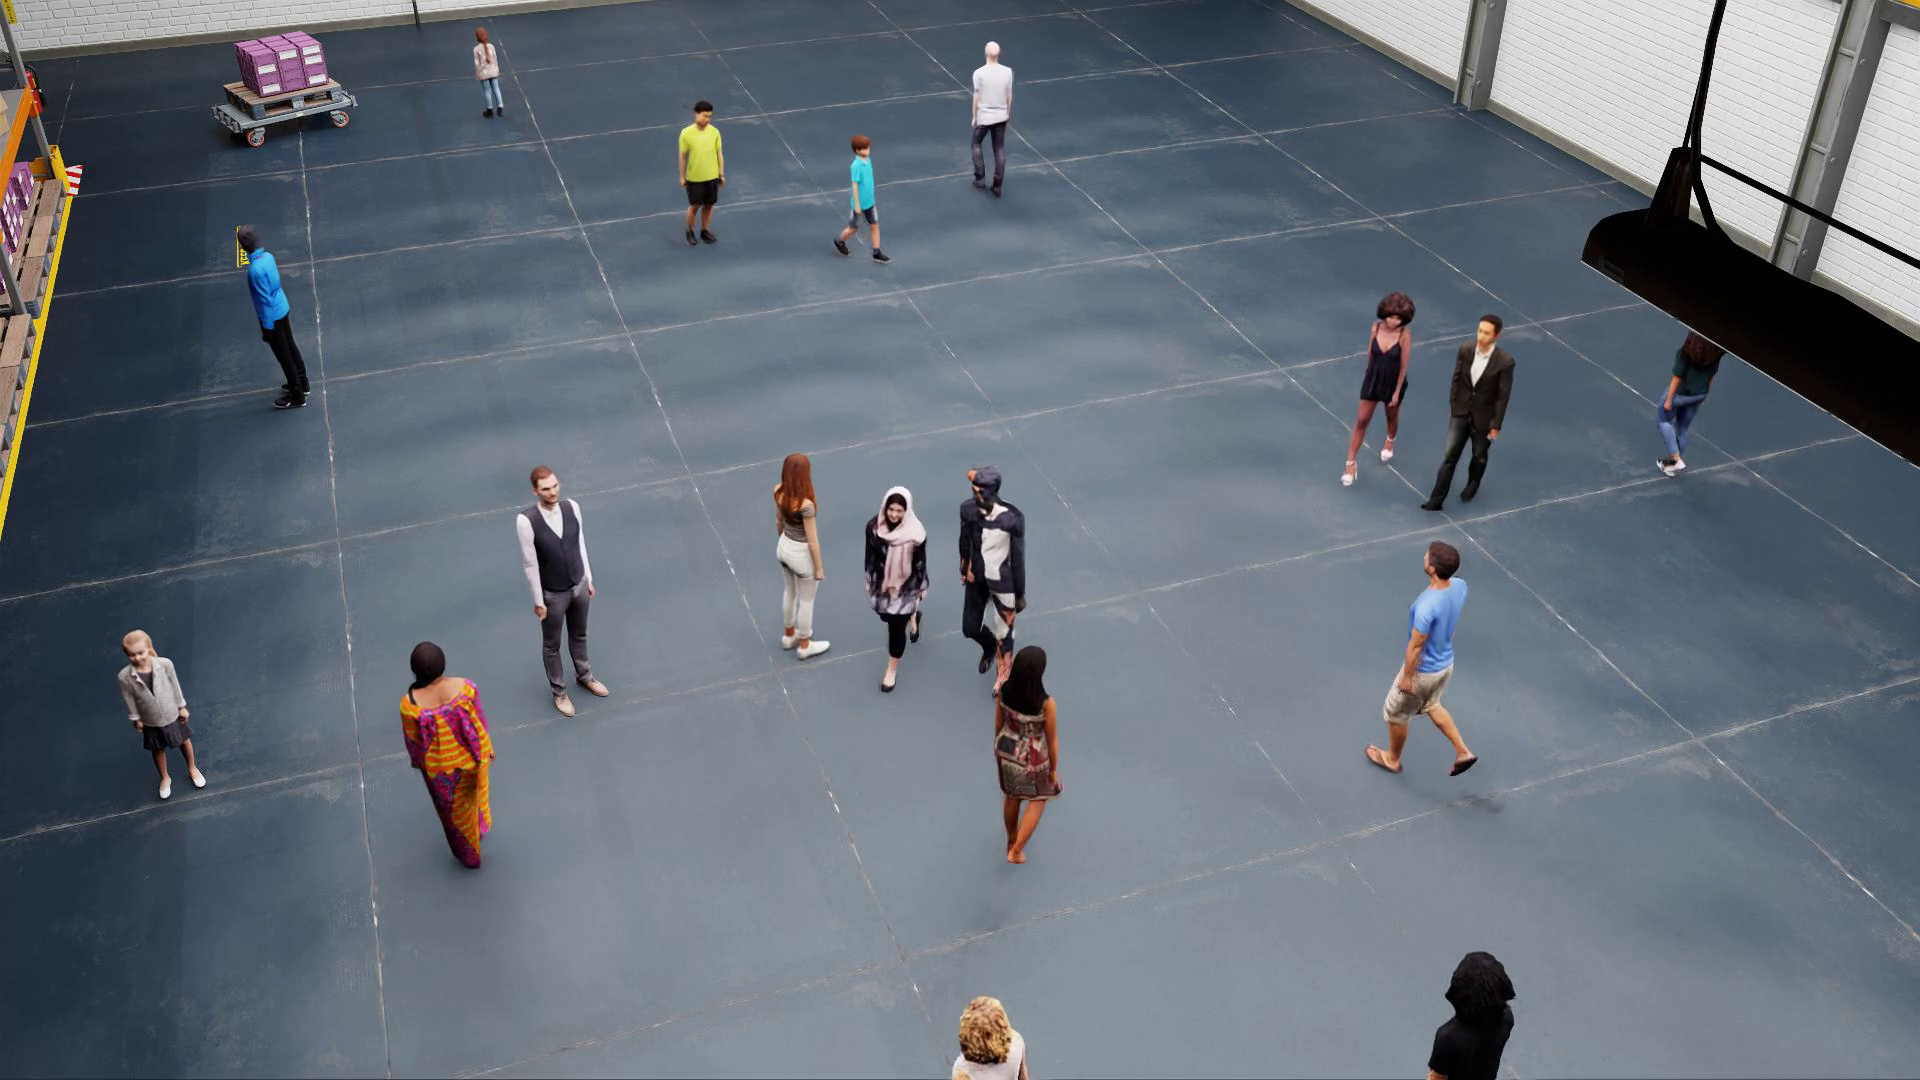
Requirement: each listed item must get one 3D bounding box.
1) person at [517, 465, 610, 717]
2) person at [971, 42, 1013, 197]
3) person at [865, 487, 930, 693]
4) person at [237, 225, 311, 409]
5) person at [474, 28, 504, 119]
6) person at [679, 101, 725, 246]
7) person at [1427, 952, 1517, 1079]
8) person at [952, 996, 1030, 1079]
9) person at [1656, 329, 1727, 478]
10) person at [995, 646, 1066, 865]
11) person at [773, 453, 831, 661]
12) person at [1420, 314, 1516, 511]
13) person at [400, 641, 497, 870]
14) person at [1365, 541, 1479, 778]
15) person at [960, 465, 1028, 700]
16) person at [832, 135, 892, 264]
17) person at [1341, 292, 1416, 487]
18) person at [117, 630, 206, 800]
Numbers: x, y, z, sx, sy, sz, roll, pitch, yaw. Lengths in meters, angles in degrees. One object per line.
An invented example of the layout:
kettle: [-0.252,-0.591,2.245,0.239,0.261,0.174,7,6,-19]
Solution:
person: [-2.825,0.318,11.736,0.737,1.938,0.720,-29,43,-36]
person: [0.398,-4.988,19.830,0.674,1.815,0.708,-11,35,-17]
person: [-0.440,0.273,12.101,0.999,1.609,1.085,12,35,17]
person: [-6.381,-2.091,15.488,0.716,1.797,0.541,-4,34,-6]
person: [-6.343,-6.279,22.333,0.528,1.194,0.541,-23,40,-30]
person: [-2.938,-4.109,18.638,0.688,1.671,0.688,-10,35,-15]
person: [2.482,2.795,8.125,0.678,1.810,0.890,-13,36,-19]
person: [0.196,2.903,8.117,1.077,1.640,0.892,29,43,36]
person: [6.324,-1.231,14.364,0.628,1.608,0.679,-7,34,-11]
person: [0.354,1.400,10.385,0.855,1.631,0.912,15,36,21]
person: [-1.203,0.121,12.232,0.728,1.718,0.599,-29,43,-36]
person: [4.394,-1.092,14.011,1.145,1.768,1.100,24,41,32]
person: [-3.174,1.364,10.416,0.714,1.657,0.797,-16,37,-23]
person: [3.159,0.861,11.002,0.869,1.846,1.073,-28,43,-35]
person: [0.272,0.252,11.894,0.893,1.874,0.947,12,35,18]
person: [-1.131,-3.756,18.326,0.998,1.428,0.870,20,38,27]
person: [3.721,-1.353,14.437,1.003,1.733,1.040,17,37,24]
person: [-5.344,1.141,11.096,0.541,1.275,0.554,-17,37,-24]
